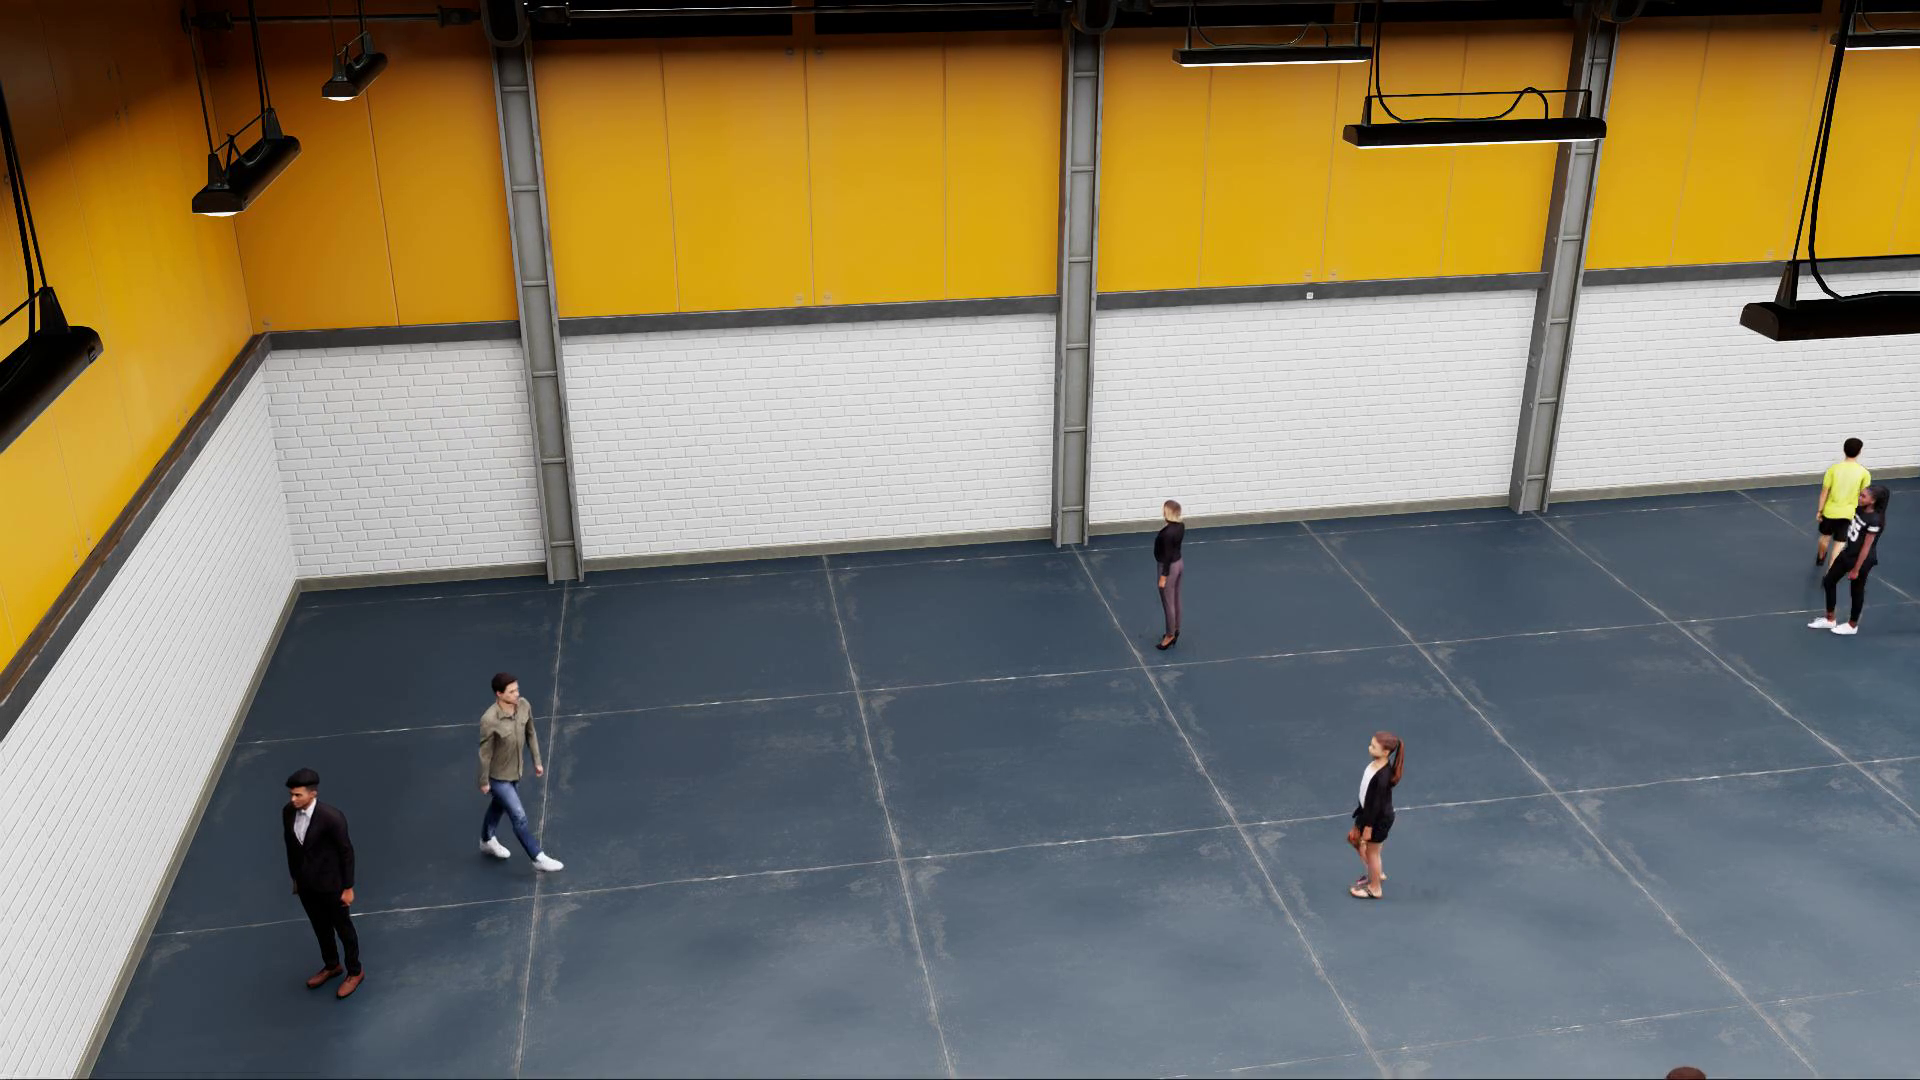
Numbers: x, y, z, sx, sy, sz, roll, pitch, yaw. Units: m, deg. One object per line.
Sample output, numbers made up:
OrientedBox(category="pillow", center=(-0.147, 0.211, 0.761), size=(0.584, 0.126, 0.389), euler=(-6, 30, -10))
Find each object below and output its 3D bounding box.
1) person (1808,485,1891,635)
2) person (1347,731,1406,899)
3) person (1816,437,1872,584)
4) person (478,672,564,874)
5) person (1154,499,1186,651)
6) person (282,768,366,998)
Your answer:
OrientedBox(category="person", center=(9.596, 0.226, 17.644), size=(0.774, 1.717, 0.700), euler=(0, 24, 0))
OrientedBox(category="person", center=(3.410, 2.204, 13.330), size=(0.663, 1.549, 0.641), euler=(3, 24, 7))
OrientedBox(category="person", center=(10.000, -0.293, 18.895), size=(1.085, 1.667, 1.117), euler=(14, 27, 29))
OrientedBox(category="person", center=(-3.822, 1.894, 13.717), size=(1.243, 1.807, 1.081), euler=(10, 26, 22))
OrientedBox(category="person", center=(2.215, 0.355, 17.407), size=(0.714, 1.670, 0.678), euler=(12, 26, 25))
OrientedBox(category="person", center=(-4.691, 2.491, 12.258), size=(0.693, 1.881, 0.837), euler=(8, 25, 18))
